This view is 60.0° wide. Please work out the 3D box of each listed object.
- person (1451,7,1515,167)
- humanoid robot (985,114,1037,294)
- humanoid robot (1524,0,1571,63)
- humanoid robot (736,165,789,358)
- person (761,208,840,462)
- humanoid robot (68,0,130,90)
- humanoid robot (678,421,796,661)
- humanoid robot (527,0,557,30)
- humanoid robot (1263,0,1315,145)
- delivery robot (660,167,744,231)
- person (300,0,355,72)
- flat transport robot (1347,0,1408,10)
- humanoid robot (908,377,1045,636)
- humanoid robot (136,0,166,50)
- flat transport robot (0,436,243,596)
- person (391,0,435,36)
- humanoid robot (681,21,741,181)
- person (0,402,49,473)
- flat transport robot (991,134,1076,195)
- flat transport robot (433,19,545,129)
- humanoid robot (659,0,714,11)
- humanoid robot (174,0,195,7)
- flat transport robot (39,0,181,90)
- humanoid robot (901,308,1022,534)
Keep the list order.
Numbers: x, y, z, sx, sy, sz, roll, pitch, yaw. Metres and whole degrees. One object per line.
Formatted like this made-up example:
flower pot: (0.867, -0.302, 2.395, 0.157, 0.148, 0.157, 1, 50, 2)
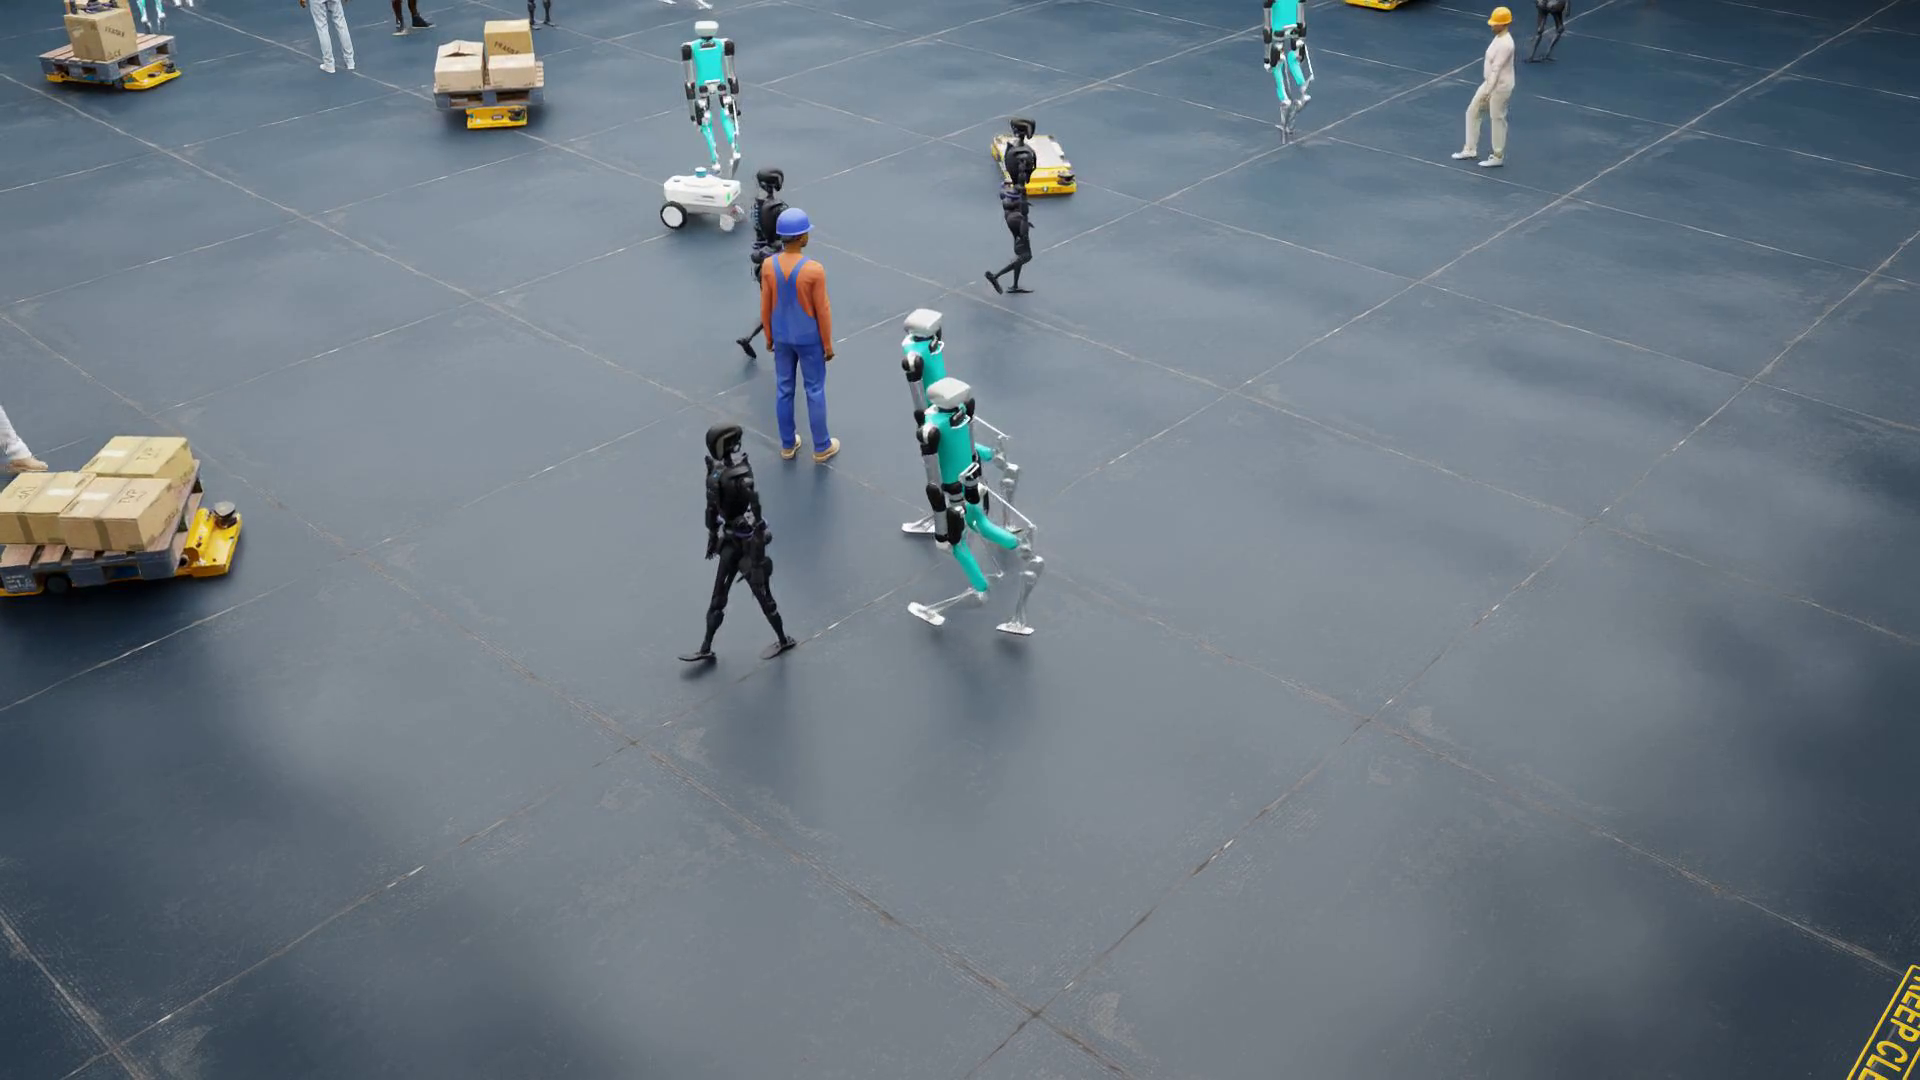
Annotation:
person: (5.537, -4.740, 17.452, 0.622, 1.667, 0.469, 0, 32, -1)
humanoid robot: (0.443, -2.918, 14.527, 0.468, 1.646, 0.590, -3, 32, -4)
humanoid robot: (7.370, -6.794, 20.773, 0.440, 1.639, 0.602, -12, 34, -18)
humanoid robot: (-1.535, -2.194, 13.355, 0.488, 1.638, 0.584, -22, 38, -31)
person: (-1.164, -1.454, 11.944, 0.519, 1.907, 0.371, 9, 33, 14)
humanoid robot: (-10.269, -6.199, 19.813, 0.454, 1.635, 0.598, 22, 38, 32)
humanoid robot: (-1.328, 0.051, 9.764, 0.715, 1.630, 0.599, -23, 39, -33)
humanoid robot: (-5.671, -7.679, 22.180, 0.331, 1.653, 0.584, 28, 41, 37)
humanoid robot: (3.650, -5.191, 18.216, 0.549, 1.894, 0.786, -13, 34, -19)
delivery robot: (-2.537, -3.338, 16.271, 0.797, 0.608, 0.499, 7, 33, 11)
person: (-7.825, -6.735, 20.438, 0.596, 1.915, 0.372, -21, 37, -30)
flat transport robot: (6.185, -7.864, 23.817, 0.659, 0.231, 1.431, 24, 39, 34)
humanoid robot: (0.155, -0.099, 9.955, 1.034, 1.740, 0.538, 16, 35, 24)
humanoid robot: (-10.391, -7.092, 21.245, 0.552, 1.827, 0.797, -12, 34, -19)
flat transport robot: (-5.587, 0.064, 11.051, 1.431, 0.231, 0.659, -6, 32, -10)
person: (-7.373, -7.667, 21.938, 0.375, 1.933, 0.766, 27, 41, 36)
humanoid robot: (-2.398, -4.144, 16.503, 0.530, 1.831, 0.798, -10, 33, -15)
person: (-7.140, -1.203, 11.658, 0.856, 1.799, 0.638, 0, 32, -1)
flat transport robot: (0.764, -3.975, 17.555, 0.659, 0.231, 1.431, -5, 32, -7)
flat transport robot: (-5.427, -5.092, 19.354, 0.659, 0.231, 1.431, -6, 32, -10)
humanoid robot: (-3.949, -8.117, 22.876, 1.042, 1.758, 0.557, 10, 33, 16)
humanoid robot: (-11.028, -8.301, 23.140, 0.548, 1.800, 0.696, -15, 35, -23)
flat transport robot: (-10.402, -5.751, 20.415, 1.431, 0.231, 0.659, 9, 33, 14)
humanoid robot: (0.089, -0.647, 10.849, 1.042, 1.745, 0.564, 8, 33, 13)
